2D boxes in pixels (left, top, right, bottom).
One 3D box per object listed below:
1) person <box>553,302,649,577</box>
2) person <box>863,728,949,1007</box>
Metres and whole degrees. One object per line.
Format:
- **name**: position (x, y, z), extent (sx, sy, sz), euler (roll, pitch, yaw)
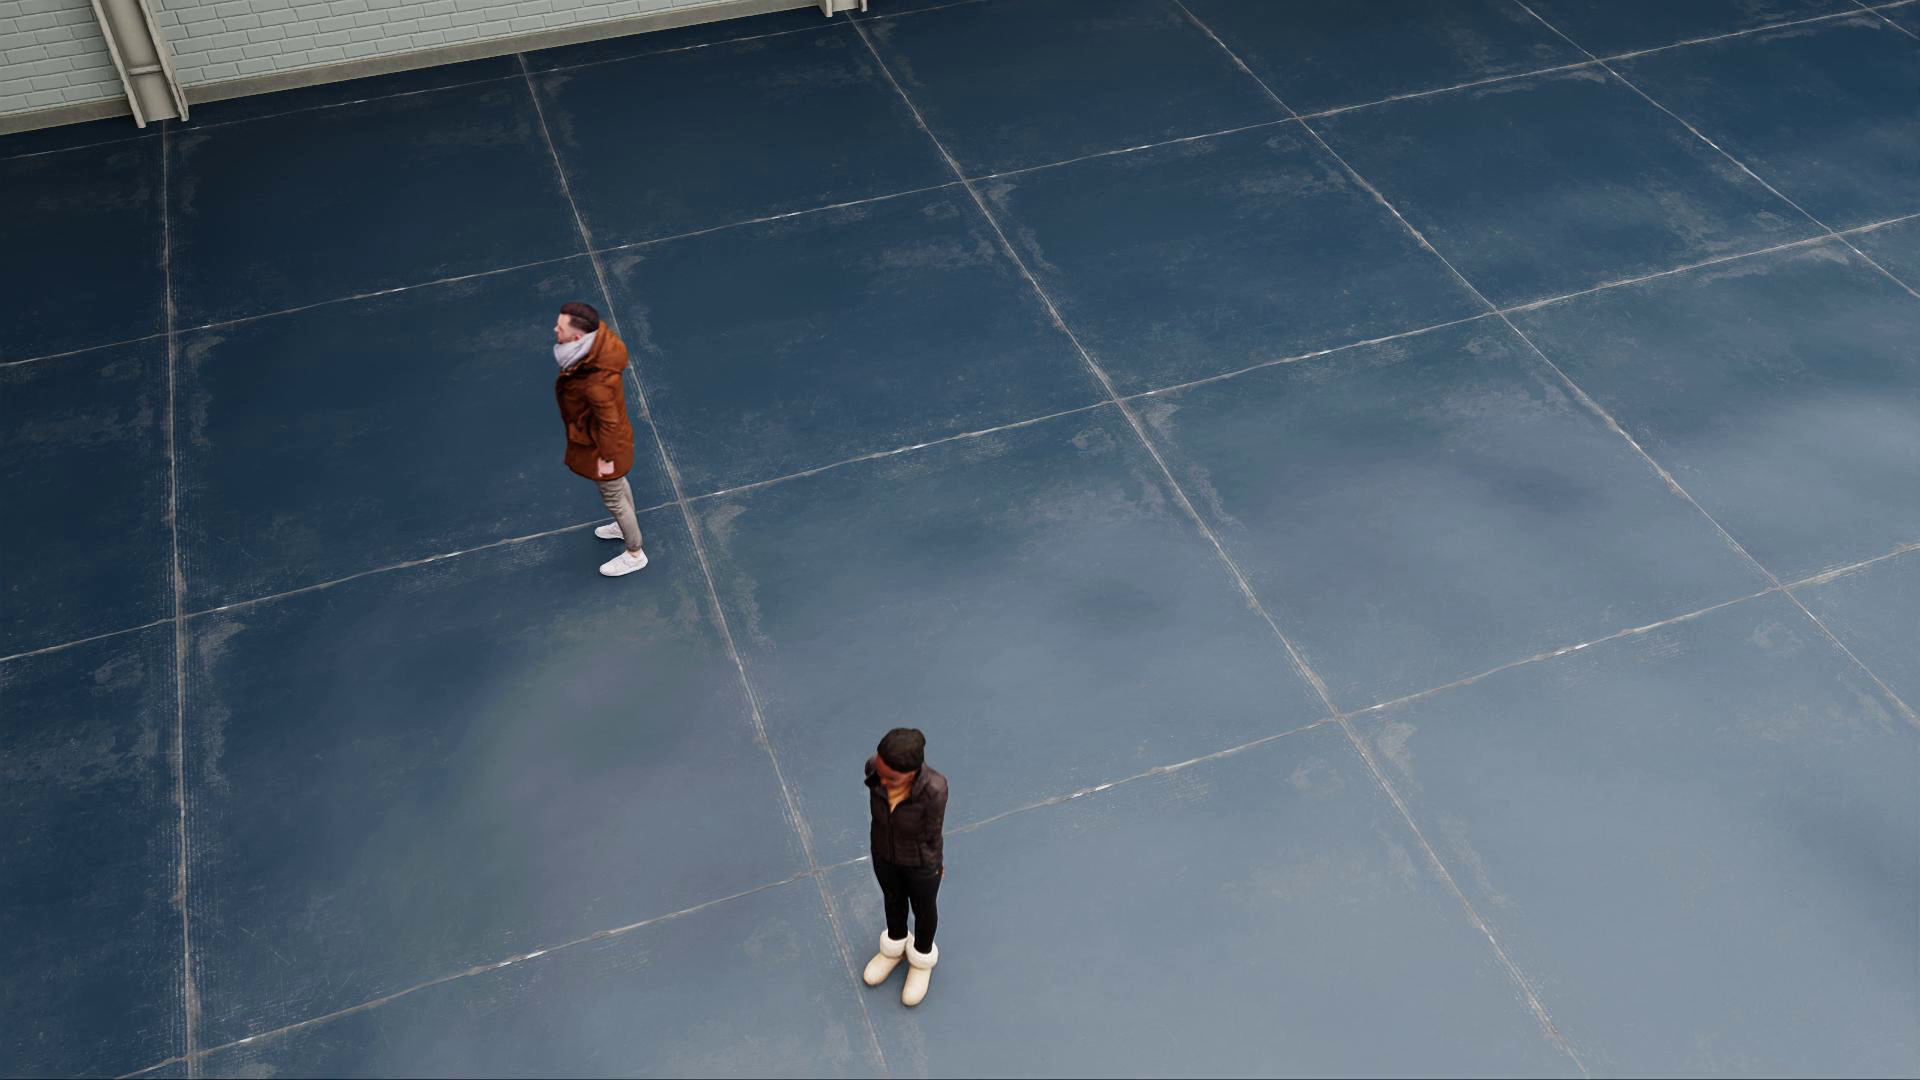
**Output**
- **person**: position (-2.035, -0.585, 9.495), extent (0.719, 1.837, 0.735), euler (-9, 44, -10)
- **person**: position (-0.235, 1.400, 7.498), extent (0.718, 1.661, 0.779), euler (30, 51, 28)
